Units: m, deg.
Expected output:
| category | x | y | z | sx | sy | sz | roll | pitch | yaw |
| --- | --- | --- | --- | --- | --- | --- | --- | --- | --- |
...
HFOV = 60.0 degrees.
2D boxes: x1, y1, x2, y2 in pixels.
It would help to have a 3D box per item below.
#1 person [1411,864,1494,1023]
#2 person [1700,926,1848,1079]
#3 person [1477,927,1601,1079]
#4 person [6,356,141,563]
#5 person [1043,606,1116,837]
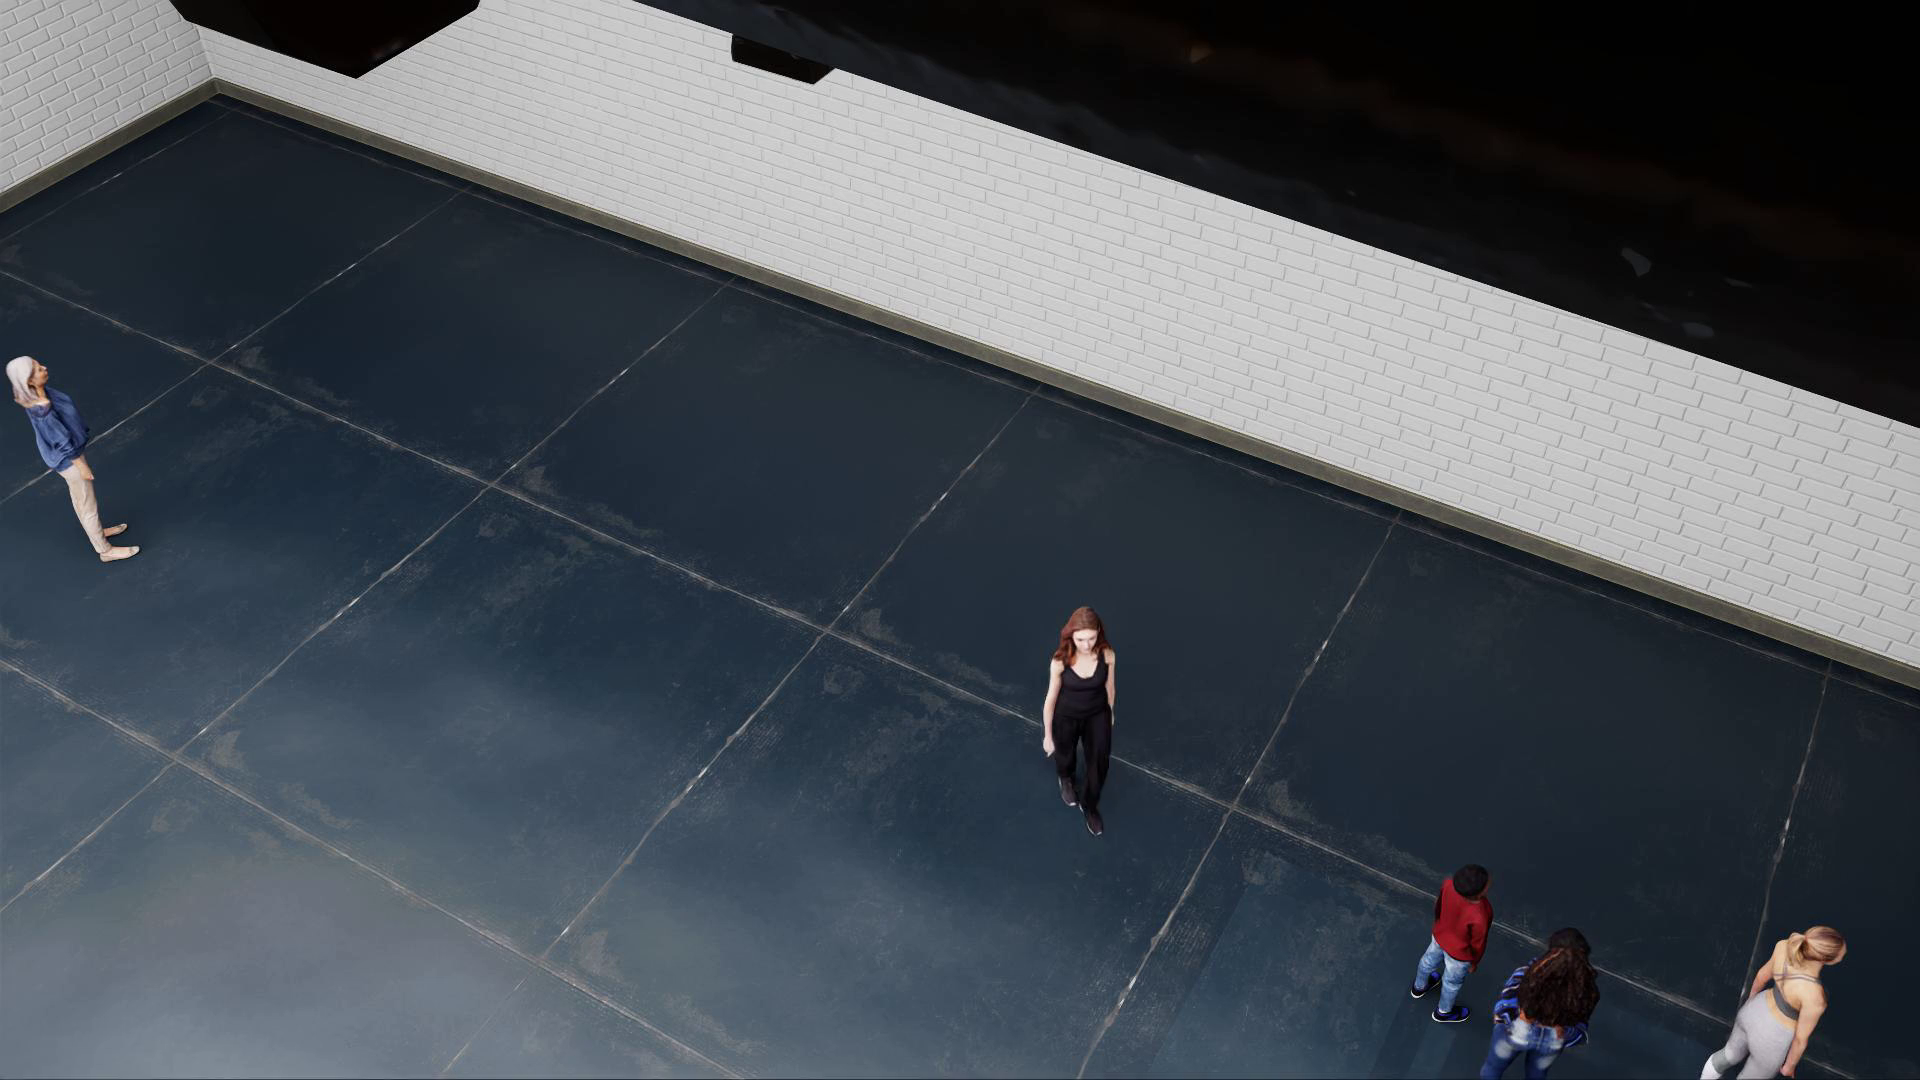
| category | x | y | z | sx | sy | sz | roll | pitch | yaw |
| --- | --- | --- | --- | --- | --- | --- | --- | --- | --- |
| person | 2.642 | 2.133 | 8.872 | 0.624 | 1.256 | 0.586 | -19 | 47 | -19 |
| person | 3.994 | 2.427 | 8.240 | 0.711 | 1.702 | 0.624 | -4 | 44 | -4 |
| person | 2.858 | 2.445 | 8.282 | 0.672 | 1.619 | 0.640 | 10 | 45 | 10 |
| person | -6.113 | -0.563 | 11.392 | 0.692 | 1.694 | 0.692 | -27 | 50 | -26 |
| person | 0.679 | 0.952 | 9.771 | 0.836 | 1.726 | 0.903 | -8 | 44 | -8 |
